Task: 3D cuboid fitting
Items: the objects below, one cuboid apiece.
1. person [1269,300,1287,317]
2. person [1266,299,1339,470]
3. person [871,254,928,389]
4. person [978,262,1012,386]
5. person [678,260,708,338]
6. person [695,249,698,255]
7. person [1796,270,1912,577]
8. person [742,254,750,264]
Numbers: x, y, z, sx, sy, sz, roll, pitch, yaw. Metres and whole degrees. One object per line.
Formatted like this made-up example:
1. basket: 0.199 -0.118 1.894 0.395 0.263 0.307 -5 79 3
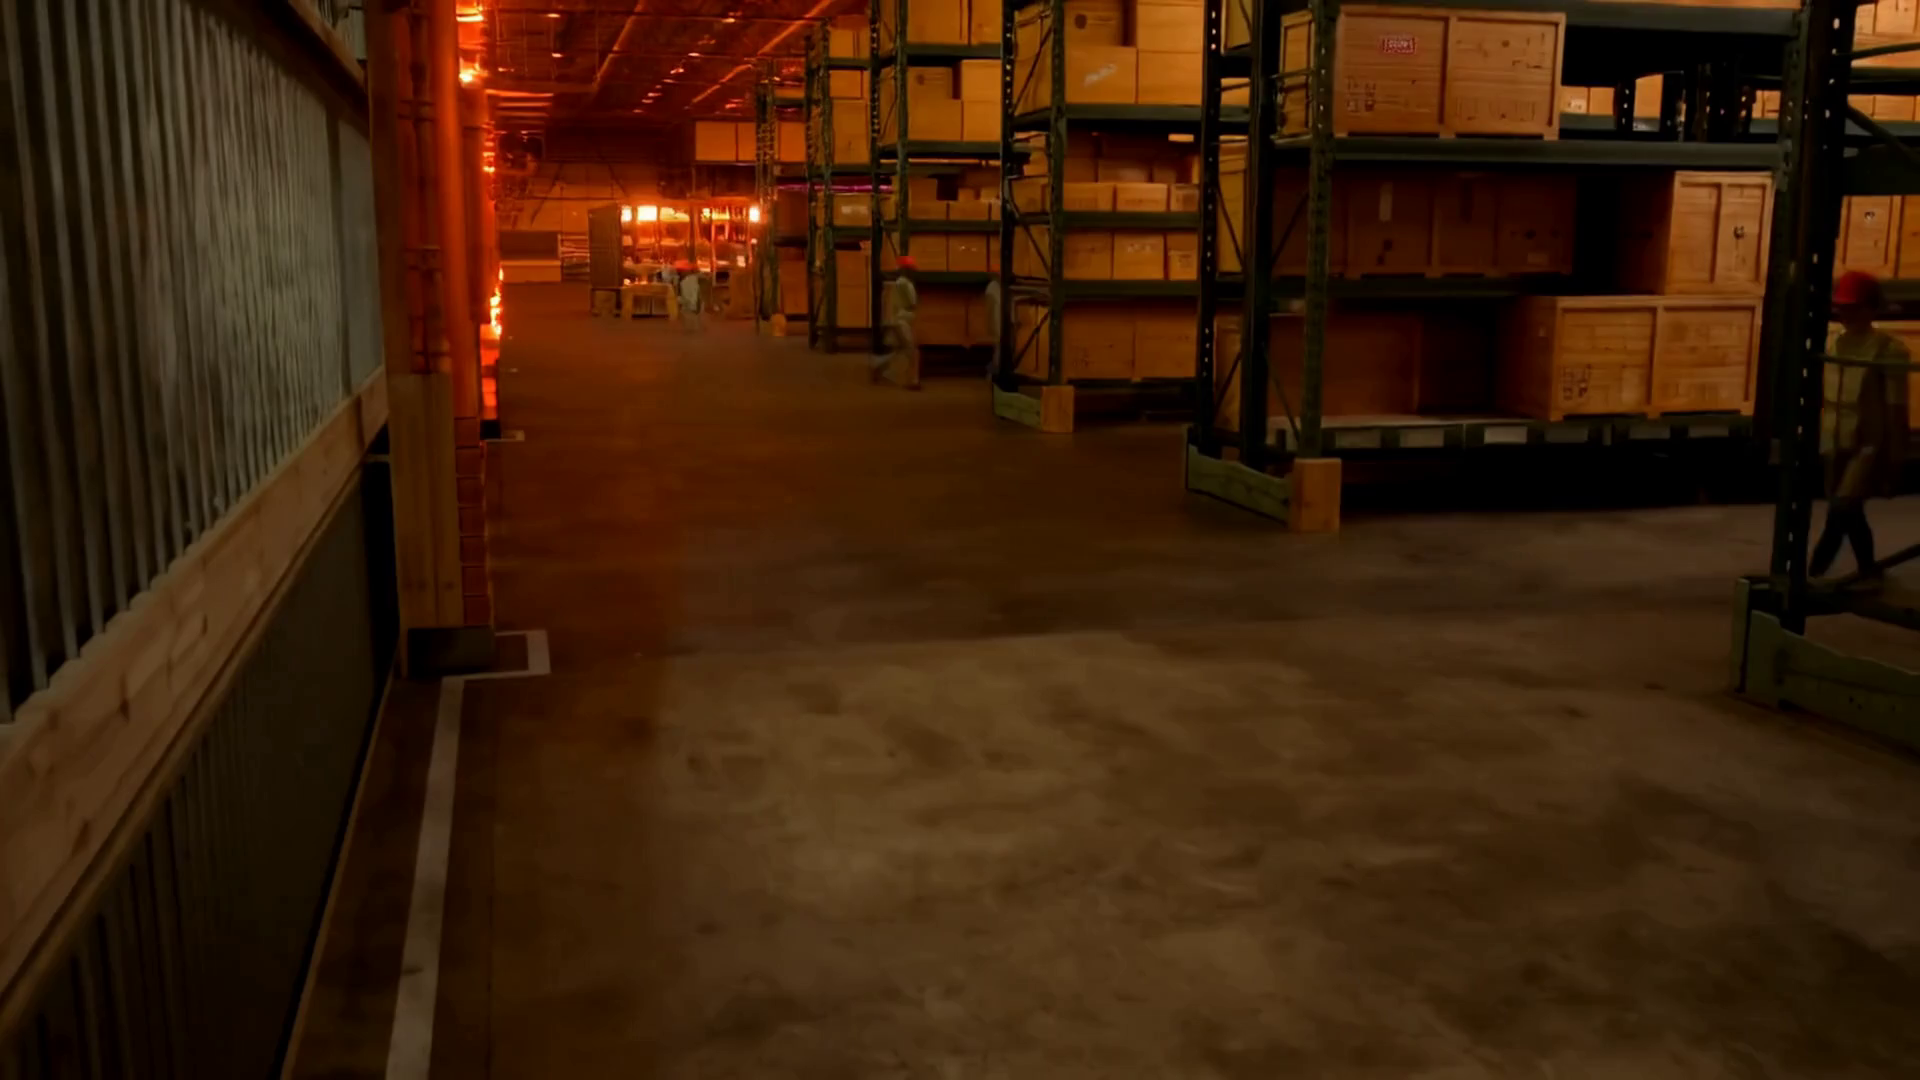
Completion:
1. person: 3.127 -1.708 16.540 0.306 1.645 0.522 7 12 34
2. person: 3.212 -1.591 15.220 1.032 1.894 0.636 -4 11 -20
3. person: -0.880 -3.096 23.638 0.836 1.923 0.613 3 10 17
4. person: 0.529 -3.031 23.577 0.469 1.808 0.616 -3 10 -16
5. person: -5.937 -5.321 36.769 0.593 1.723 0.627 9 14 43
6. person: -10.738 -10.963 67.950 0.611 1.997 0.375 -1 10 -6
7. person: 4.820 -0.520 9.118 1.002 1.885 0.568 -5 11 -24
8. person: -7.360 -8.855 56.602 0.811 1.801 0.610 -5 11 -27
